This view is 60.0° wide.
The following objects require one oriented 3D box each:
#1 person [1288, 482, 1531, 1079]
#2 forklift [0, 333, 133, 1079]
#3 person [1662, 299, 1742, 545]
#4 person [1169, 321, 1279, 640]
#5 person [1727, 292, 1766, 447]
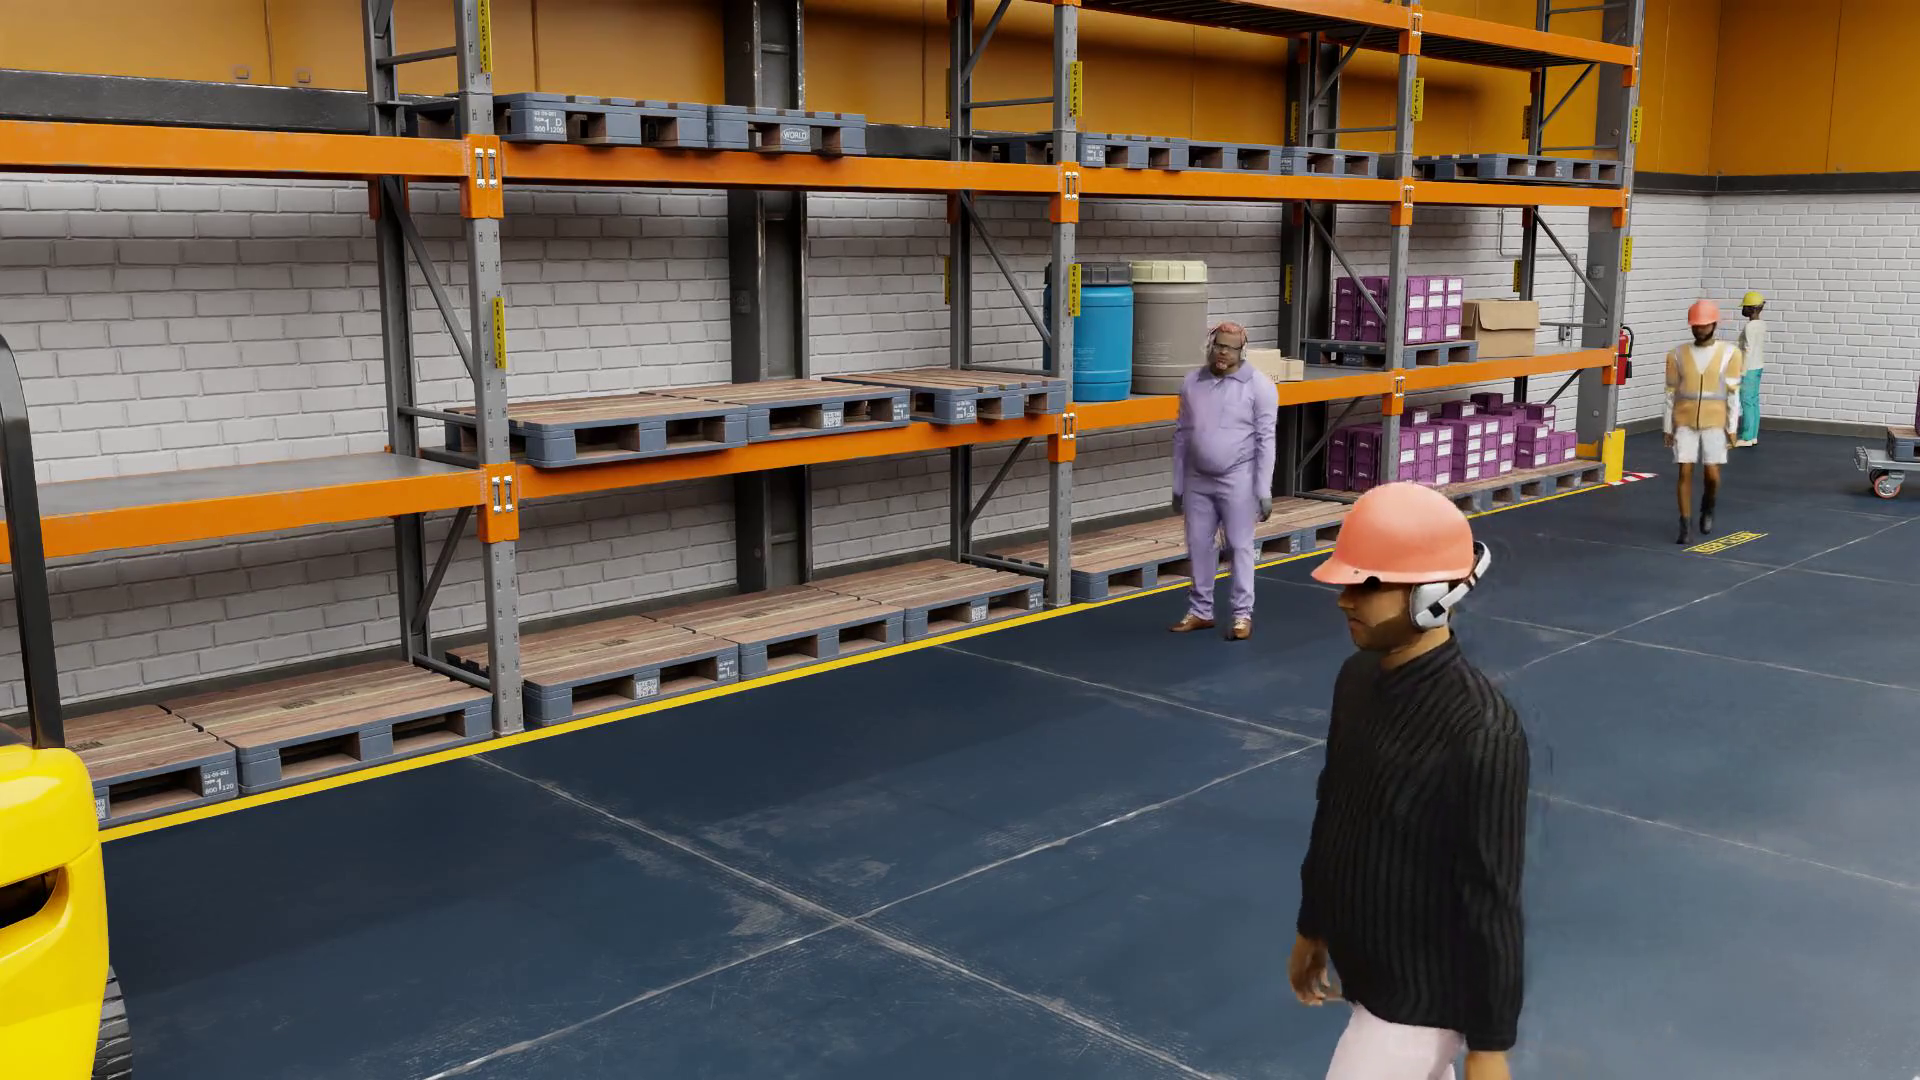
[{"bbox_3d":[0.919,0.839,3.331,1.015,1.951,0.636,-2,11,-9],"label":"person"},{"bbox_3d":[-3.289,0.485,4.582,1.214,2.155,2.313,-10,14,-44],"label":"forklift"},{"bbox_3d":[5.770,-0.919,12.979,0.560,1.920,0.502,6,12,28],"label":"person"},{"bbox_3d":[1.564,-0.347,9.950,0.708,1.898,0.402,8,13,37],"label":"person"},{"bbox_3d":[8.984,-1.939,18.971,0.318,1.766,0.534,9,13,39],"label":"person"}]
